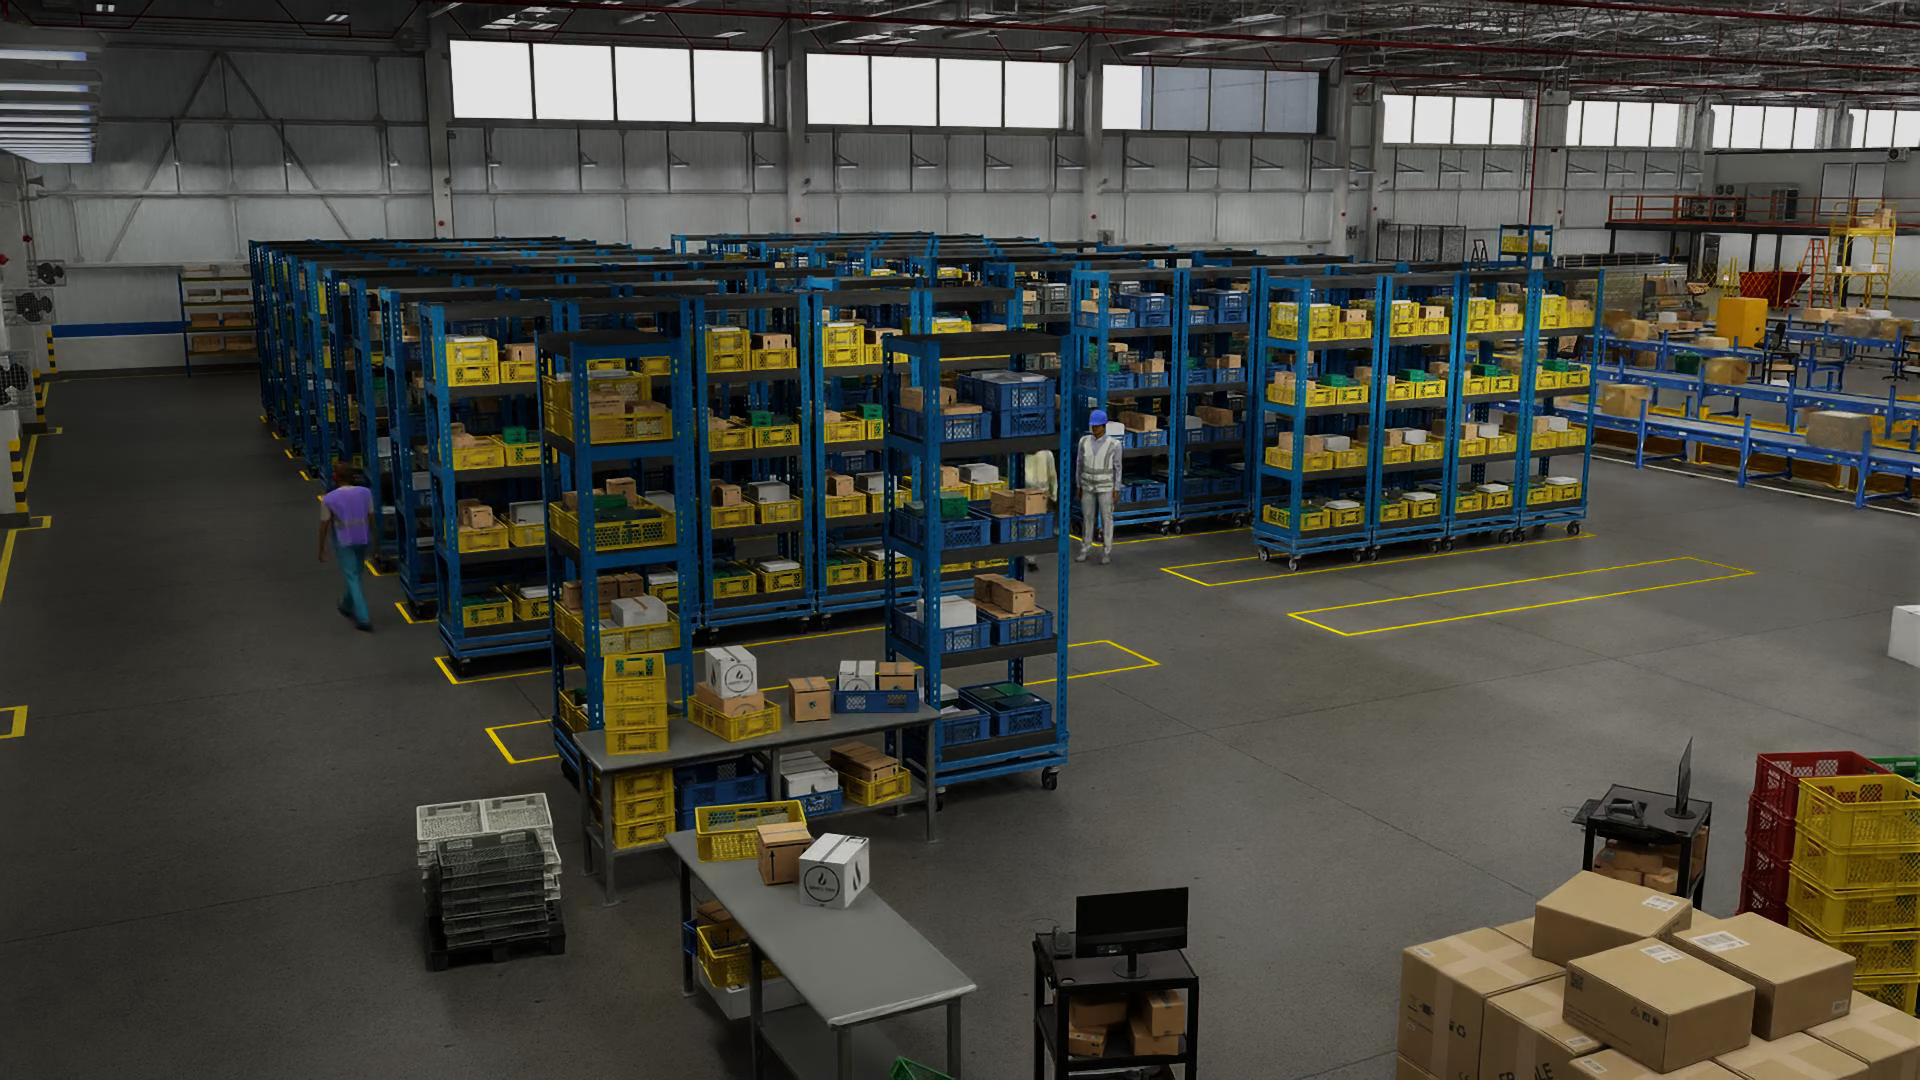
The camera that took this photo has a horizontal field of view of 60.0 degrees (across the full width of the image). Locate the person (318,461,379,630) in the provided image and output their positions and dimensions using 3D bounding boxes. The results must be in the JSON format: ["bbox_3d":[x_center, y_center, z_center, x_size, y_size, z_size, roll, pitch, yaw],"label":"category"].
[{"bbox_3d":[-6.584,0.044,17.877,1.005,1.786,0.579,10,16,39],"label":"person"}]

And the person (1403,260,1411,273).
[{"bbox_3d":[16.601,-9.486,62.173,0.652,1.906,0.409,0,12,-1],"label":"person"}]

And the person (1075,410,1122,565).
[{"bbox_3d":[1.724,-0.663,20.806,0.602,1.948,0.387,6,13,25],"label":"person"}]

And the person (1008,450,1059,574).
[{"bbox_3d":[0.894,-0.535,20.607,0.589,1.791,0.921,-4,13,-17],"label":"person"}]
